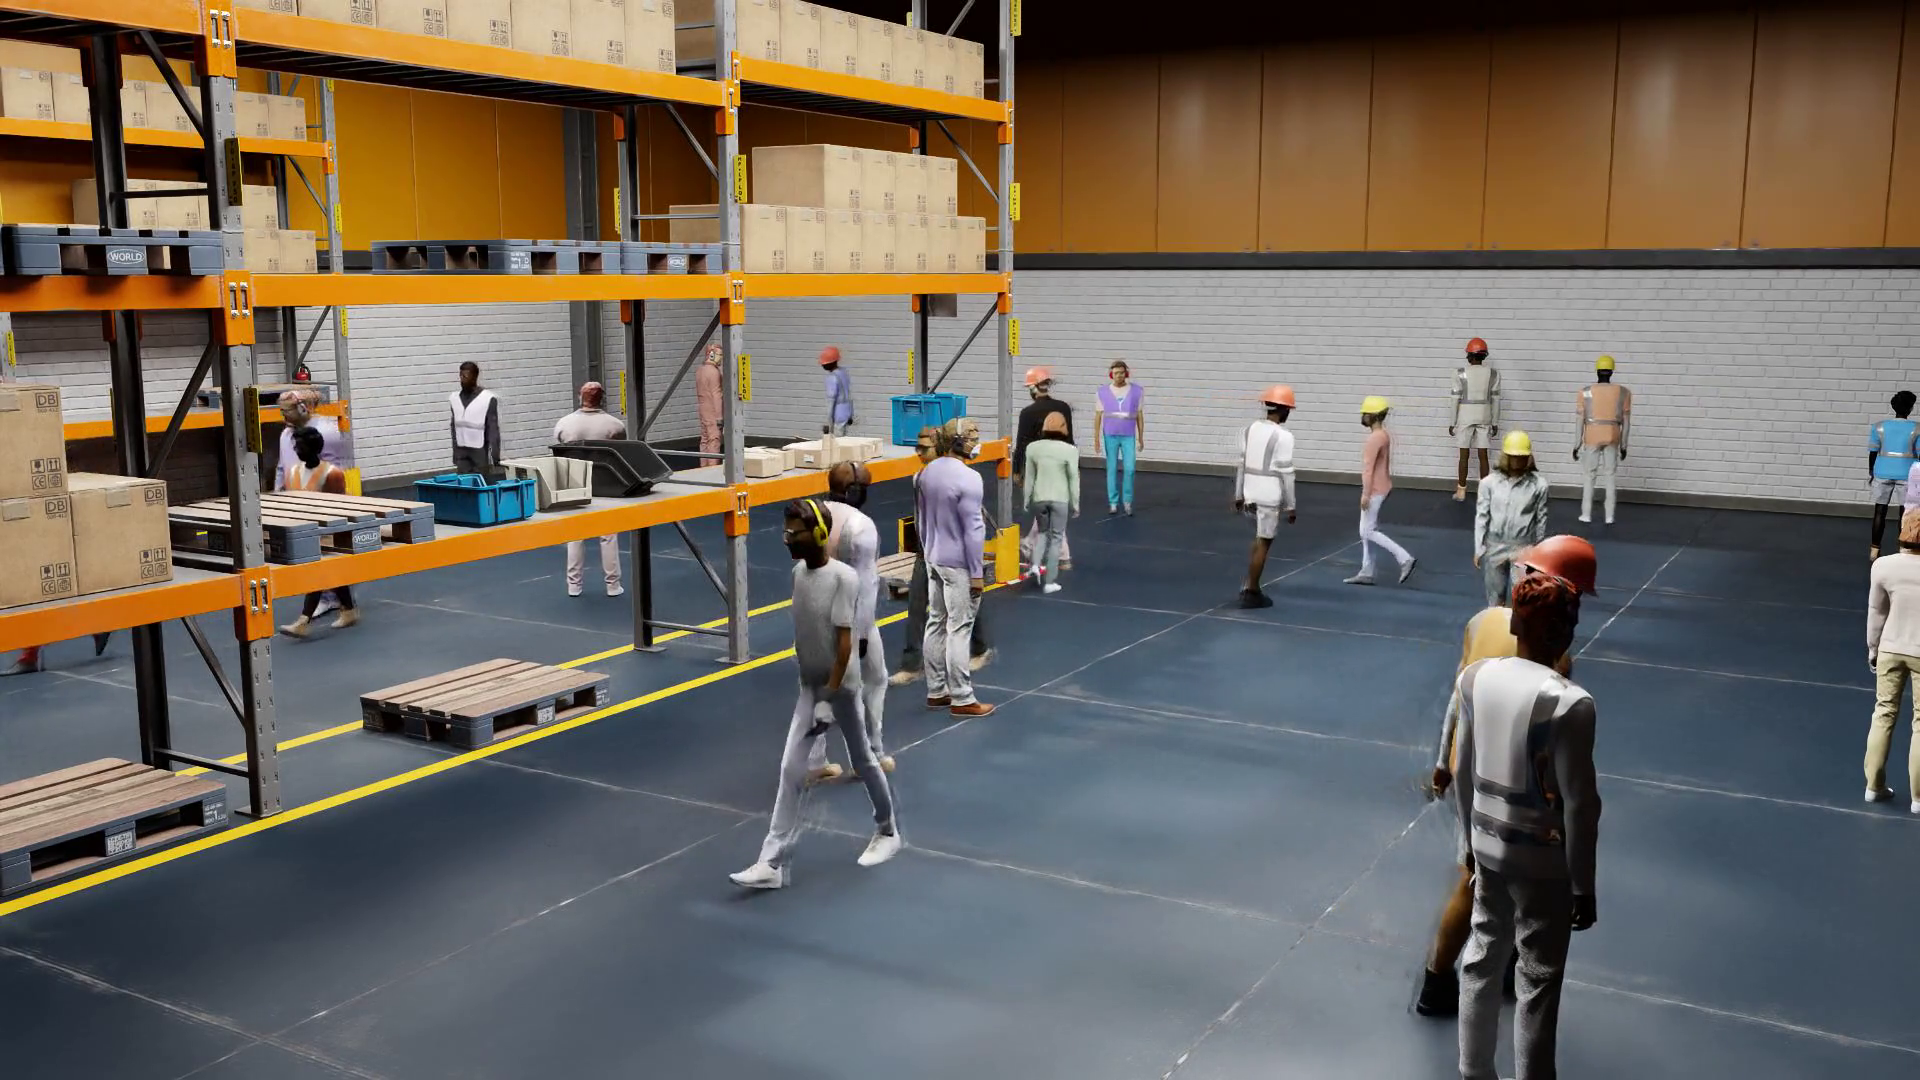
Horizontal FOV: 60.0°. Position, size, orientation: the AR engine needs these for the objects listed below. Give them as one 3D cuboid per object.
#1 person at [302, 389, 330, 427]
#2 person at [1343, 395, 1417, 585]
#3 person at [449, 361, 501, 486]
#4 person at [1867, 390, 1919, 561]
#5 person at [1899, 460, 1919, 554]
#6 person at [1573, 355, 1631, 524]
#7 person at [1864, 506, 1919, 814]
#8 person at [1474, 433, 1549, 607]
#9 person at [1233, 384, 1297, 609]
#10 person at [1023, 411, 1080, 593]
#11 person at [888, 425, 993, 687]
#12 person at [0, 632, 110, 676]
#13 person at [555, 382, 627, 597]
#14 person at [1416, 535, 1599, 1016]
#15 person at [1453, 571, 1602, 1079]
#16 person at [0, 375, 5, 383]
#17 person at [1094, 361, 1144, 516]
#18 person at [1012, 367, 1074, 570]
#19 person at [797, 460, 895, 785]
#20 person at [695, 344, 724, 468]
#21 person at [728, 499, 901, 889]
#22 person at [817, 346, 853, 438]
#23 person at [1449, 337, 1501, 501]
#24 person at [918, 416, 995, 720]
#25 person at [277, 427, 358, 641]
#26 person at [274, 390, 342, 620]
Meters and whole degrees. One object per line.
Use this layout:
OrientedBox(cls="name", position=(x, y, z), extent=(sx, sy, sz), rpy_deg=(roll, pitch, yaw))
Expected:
OrientedBox(cls="person", position=(-6.969, -0.830, 17.972), extent=(0.521, 1.604, 0.738), rpy_deg=(1, 9, 8))
OrientedBox(cls="person", position=(3.811, -0.431, 14.994), extent=(0.587, 1.746, 0.539), rpy_deg=(4, 10, 24))
OrientedBox(cls="person", position=(-5.257, -1.004, 18.146), extent=(0.595, 1.897, 0.713), rpy_deg=(4, 10, 21))
OrientedBox(cls="person", position=(9.215, -0.620, 16.363), extent=(0.540, 1.695, 0.317), rpy_deg=(7, 12, 38))
OrientedBox(cls="person", position=(6.928, 0.039, 11.640), extent=(0.755, 1.902, 0.594), rpy_deg=(-7, 12, -38))
OrientedBox(cls="person", position=(7.291, -1.139, 18.903), extent=(0.594, 1.926, 0.388), rpy_deg=(2, 9, 14))
OrientedBox(cls="person", position=(5.050, 0.626, 8.806), extent=(0.277, 1.629, 0.497), rpy_deg=(-6, 11, -35))
OrientedBox(cls="person", position=(3.908, 0.102, 11.823), extent=(0.493, 1.711, 0.832), rpy_deg=(3, 10, 18))
OrientedBox(cls="person", position=(2.598, -0.360, 14.050), extent=(0.484, 1.912, 0.594), rpy_deg=(-5, 10, -29))
OrientedBox(cls="person", position=(0.817, -0.335, 14.791), extent=(0.533, 1.616, 0.379), rpy_deg=(4, 10, 26))
OrientedBox(cls="person", position=(-0.111, 0.091, 11.614), extent=(0.532, 1.812, 0.936), rpy_deg=(8, 12, 41))
OrientedBox(cls="person", position=(-6.527, 0.076, 11.896), extent=(0.725, 1.744, 0.530), rpy_deg=(-8, 12, -40))
OrientedBox(cls="person", position=(-3.220, -0.442, 14.655), extent=(0.642, 1.899, 0.396), rpy_deg=(0, 9, 0))
OrientedBox(cls="person", position=(2.119, 0.905, 6.288), extent=(0.797, 1.874, 0.608), rpy_deg=(-2, 9, -10))
OrientedBox(cls="person", position=(1.854, 1.036, 5.432), extent=(0.356, 1.887, 0.572), rpy_deg=(-4, 10, -26))
OrientedBox(cls="person", position=(-8.916, -0.585, 15.399), extent=(0.652, 1.935, 1.045), rpy_deg=(4, 10, 24))
OrientedBox(cls="person", position=(1.868, -1.189, 19.523), extent=(0.593, 1.816, 0.712), rpy_deg=(0, 9, 2))
OrientedBox(cls="person", position=(0.764, -0.706, 16.141), extent=(0.629, 1.933, 1.030), rpy_deg=(-7, 11, -37))
OrientedBox(cls="person", position=(-0.629, 0.453, 9.318), extent=(0.642, 1.813, 0.700), rpy_deg=(7, 11, 35))
OrientedBox(cls="person", position=(-3.287, -1.663, 22.239), extent=(0.403, 1.904, 0.637), rpy_deg=(-5, 10, -28))
OrientedBox(cls="person", position=(-0.635, 0.706, 7.753), extent=(0.527, 1.811, 1.015), rpy_deg=(8, 12, 42))
OrientedBox(cls="person", position=(-1.635, -1.640, 22.129), extent=(0.467, 1.885, 0.615), rpy_deg=(1, 9, 5))
OrientedBox(cls="person", position=(6.406, -1.495, 20.730), extent=(0.613, 2.047, 0.363), rpy_deg=(1, 9, 4))
OrientedBox(cls="person", position=(-0.039, 0.173, 10.667), extent=(0.376, 1.937, 0.629), rpy_deg=(-6, 11, -32))
OrientedBox(cls="person", position=(-5.066, -0.061, 13.008), extent=(0.548, 1.642, 0.885), rpy_deg=(5, 10, 29))
OrientedBox(cls="person", position=(-5.437, -0.298, 13.783), extent=(0.672, 1.876, 0.674), rpy_deg=(7, 12, 39))
